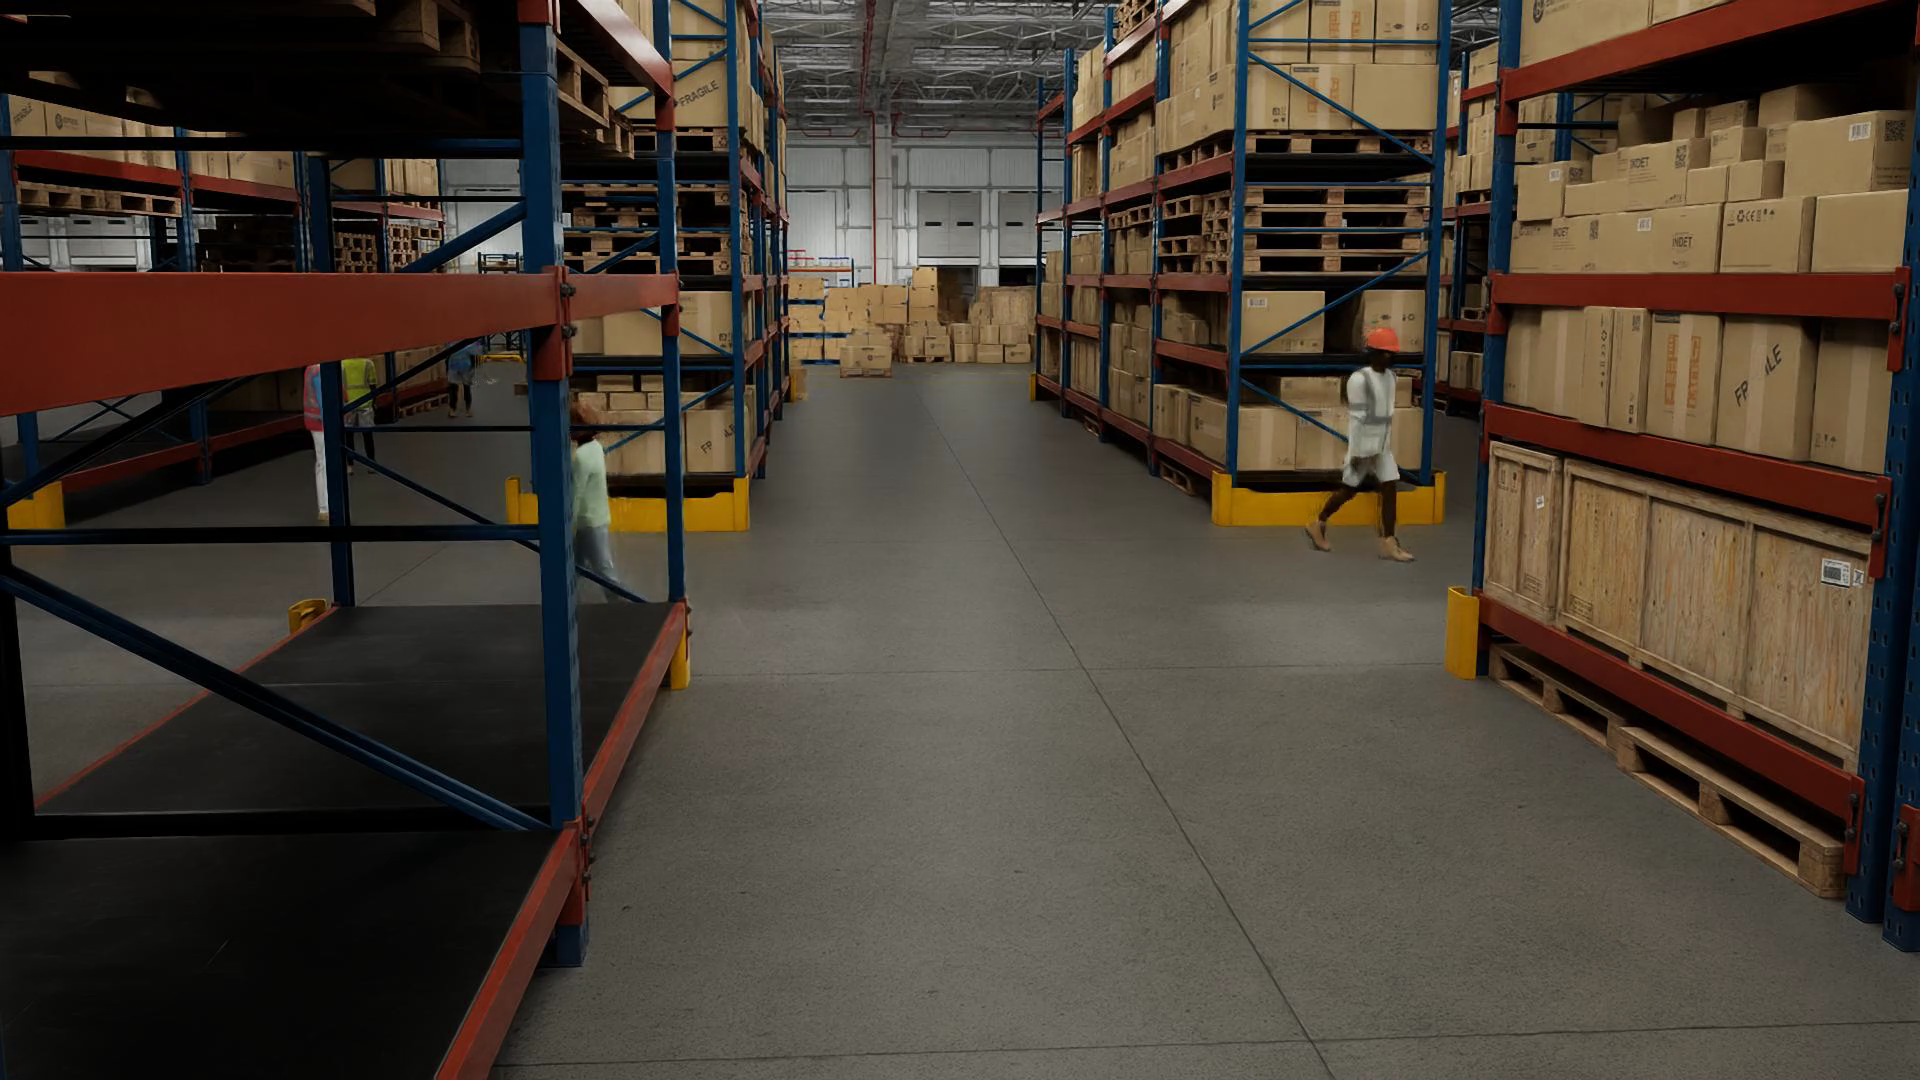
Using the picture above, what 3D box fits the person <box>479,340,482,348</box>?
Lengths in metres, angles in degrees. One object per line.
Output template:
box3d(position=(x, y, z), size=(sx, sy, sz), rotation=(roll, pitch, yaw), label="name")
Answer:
box3d(position=(-15.961, -7.271, 54.818), size=(0.392, 1.912, 0.587), rotation=(-8, 12, -40), label="person")

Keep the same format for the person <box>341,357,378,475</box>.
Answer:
box3d(position=(-7.291, -1.624, 20.044), size=(0.541, 1.691, 0.315), rotation=(-6, 11, -33), label="person")

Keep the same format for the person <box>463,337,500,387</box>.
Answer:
box3d(position=(-10.370, -4.225, 35.953), size=(0.947, 1.822, 0.542), rotation=(-8, 12, -40), label="person")

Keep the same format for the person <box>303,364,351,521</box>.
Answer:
box3d(position=(-6.198, -1.094, 16.311), size=(0.430, 1.832, 0.634), rotation=(-4, 10, -25), label="person")

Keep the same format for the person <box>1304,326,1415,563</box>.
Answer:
box3d(position=(3.406, -0.825, 14.128), size=(0.620, 2.000, 1.012), rotation=(-7, 12, -38), label="person")

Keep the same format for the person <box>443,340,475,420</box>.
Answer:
box3d(position=(-8.367, -2.843, 27.821), size=(0.538, 1.651, 0.871), rotation=(-1, 9, -5), label="person")

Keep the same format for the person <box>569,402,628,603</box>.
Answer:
box3d(position=(-2.473, -0.080, 10.624), size=(0.818, 1.589, 0.526), rotation=(0, 9, -3), label="person")
